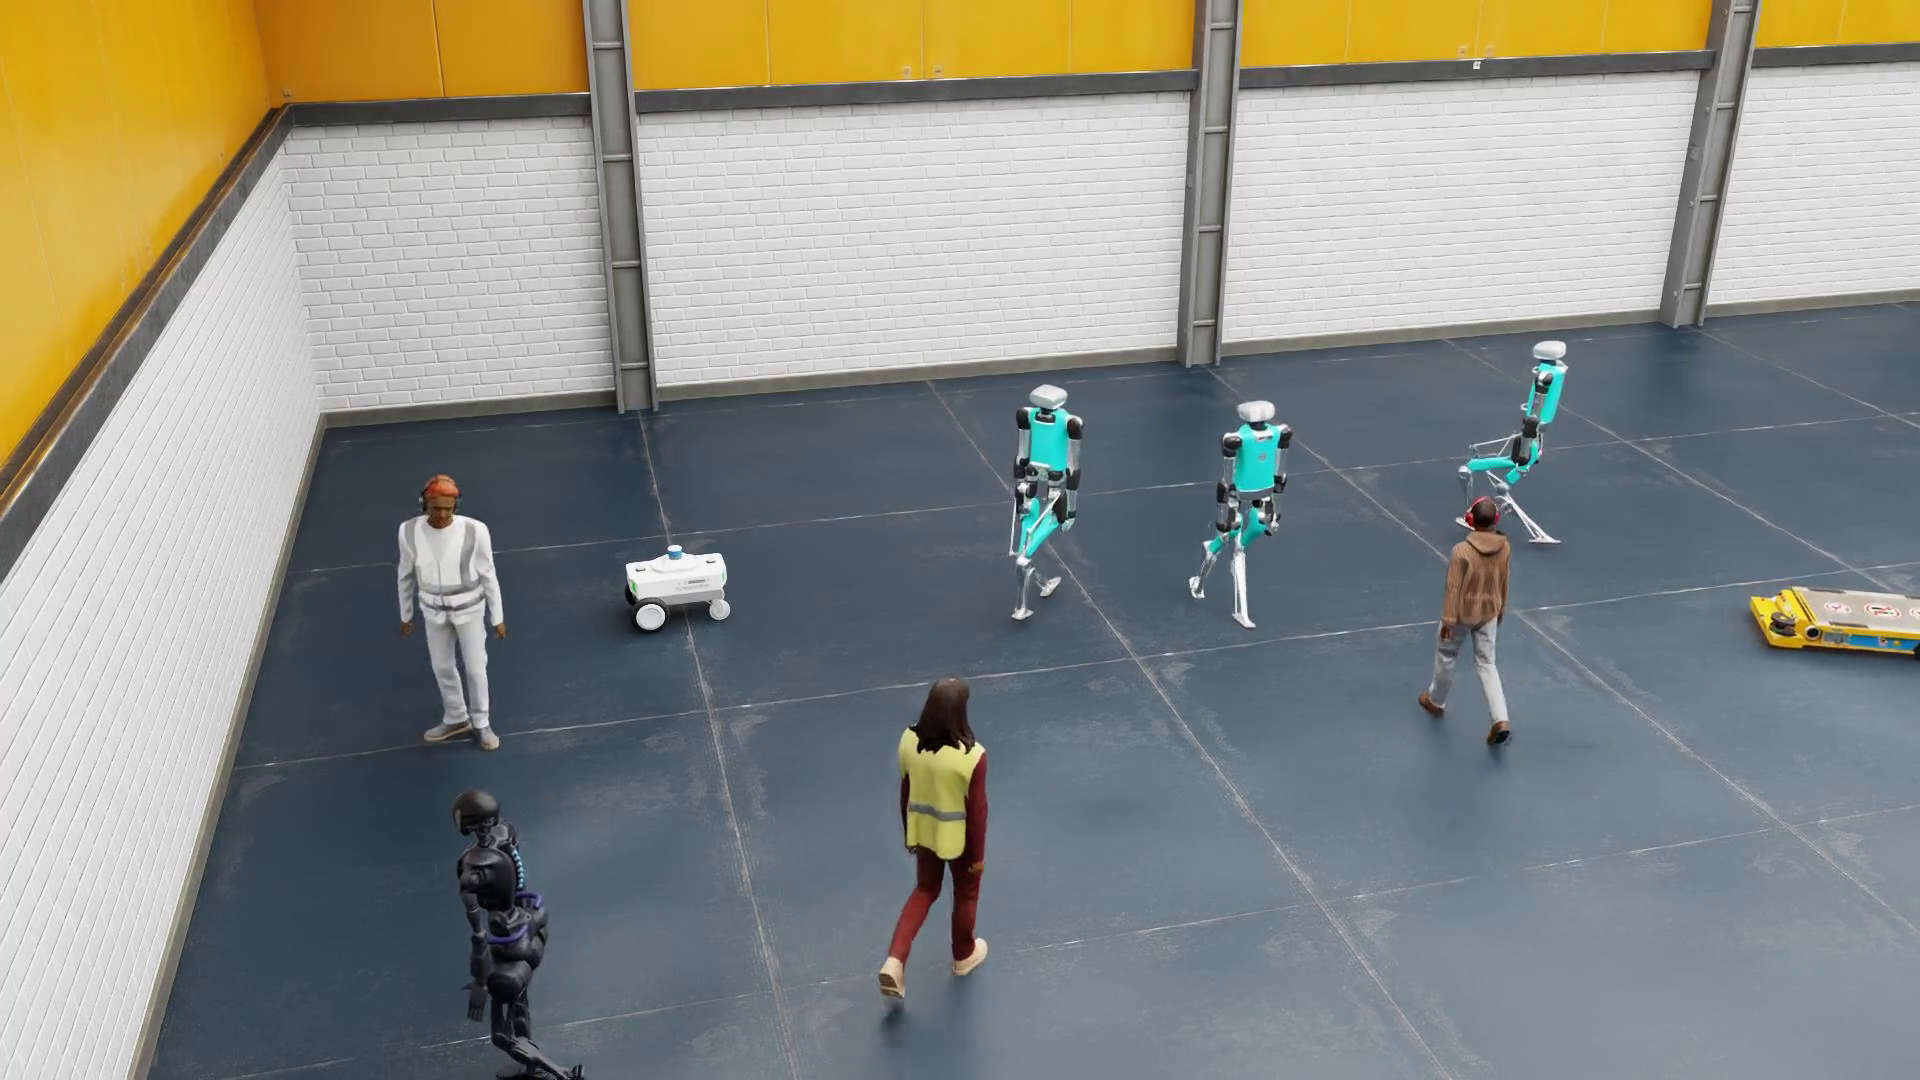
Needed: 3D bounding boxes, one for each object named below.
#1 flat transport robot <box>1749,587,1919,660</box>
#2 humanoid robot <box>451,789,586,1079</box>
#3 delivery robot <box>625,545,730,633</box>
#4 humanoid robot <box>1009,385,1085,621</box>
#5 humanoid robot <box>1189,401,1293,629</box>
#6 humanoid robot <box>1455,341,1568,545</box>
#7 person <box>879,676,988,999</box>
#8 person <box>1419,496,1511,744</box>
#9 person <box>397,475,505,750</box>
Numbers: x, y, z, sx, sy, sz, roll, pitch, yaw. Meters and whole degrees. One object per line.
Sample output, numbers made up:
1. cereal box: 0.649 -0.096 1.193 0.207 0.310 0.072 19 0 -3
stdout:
1. flat transport robot: 6.539 0.605 11.986 1.431 0.231 0.659 5 24 10
2. humanoid robot: -1.957 1.821 7.475 0.475 1.636 0.599 3 24 6
3. delivery robot: -2.105 0.340 12.251 0.804 0.610 0.499 -7 25 -15
4. humanoid robot: 0.516 -0.198 12.018 0.533 1.748 1.011 14 27 29
5. humanoid robot: 1.965 -0.238 12.141 0.543 1.823 0.895 -8 25 -18
6. humanoid robot: 4.384 -0.772 13.332 1.039 1.748 0.547 14 27 29
7. person: -0.106 1.484 8.158 0.476 1.748 0.699 14 27 29
8. person: 3.278 0.497 10.544 0.477 1.624 0.765 -6 25 -14
9. person: -3.166 0.453 10.365 0.663 1.864 0.374 1 24 3
